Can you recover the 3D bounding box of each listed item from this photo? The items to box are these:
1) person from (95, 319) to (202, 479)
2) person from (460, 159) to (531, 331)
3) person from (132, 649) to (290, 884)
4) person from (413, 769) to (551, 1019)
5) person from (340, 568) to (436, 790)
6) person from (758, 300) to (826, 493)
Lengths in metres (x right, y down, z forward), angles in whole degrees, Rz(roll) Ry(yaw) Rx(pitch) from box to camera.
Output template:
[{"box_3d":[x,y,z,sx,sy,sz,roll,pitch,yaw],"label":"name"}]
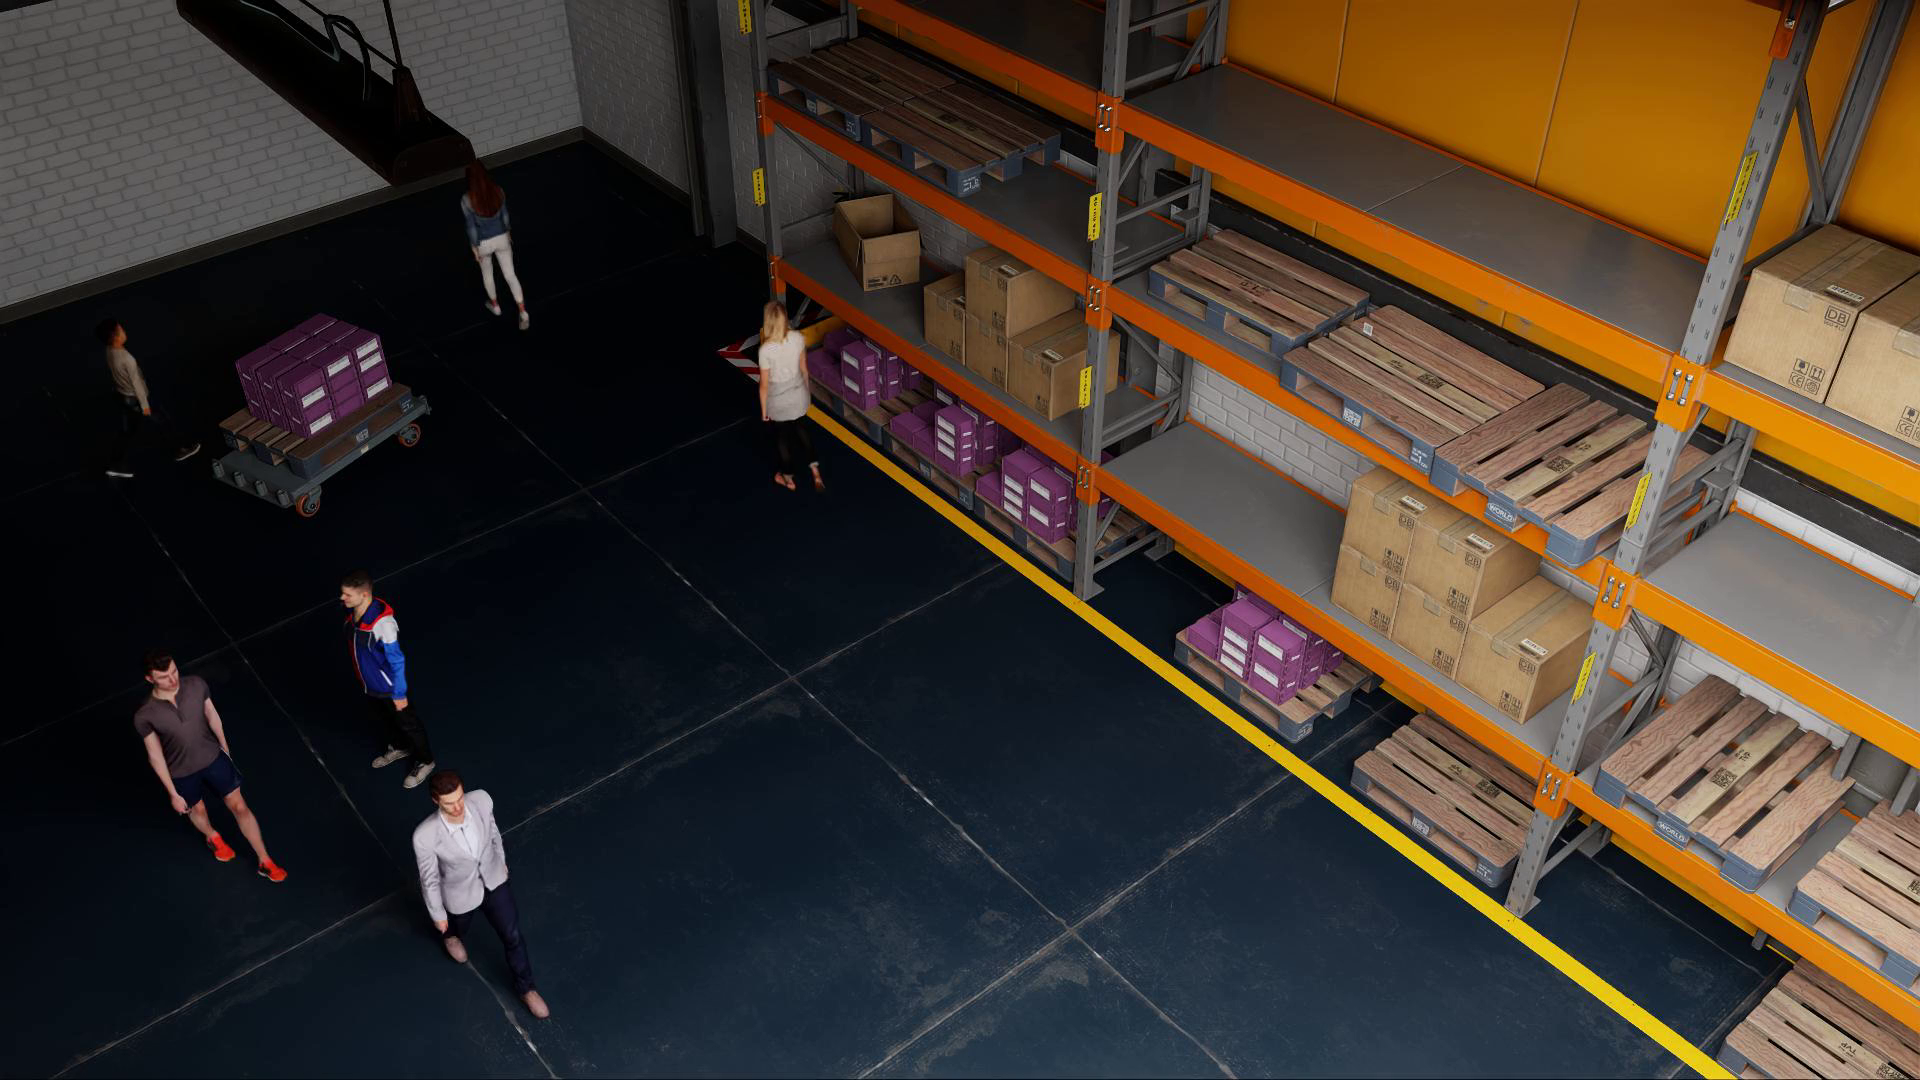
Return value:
[{"box_3d":[-6.894,-1.137,13.742,1.005,1.443,0.788,23,44,26],"label":"person"},{"box_3d":[-4.333,-2.739,15.561,0.679,1.675,1.104,-22,44,-26],"label":"person"},{"box_3d":[-4.800,1.354,10.318,1.051,1.822,0.707,32,48,33],"label":"person"},{"box_3d":[-2.864,1.943,9.582,0.746,1.821,1.202,-30,48,-32],"label":"person"},{"box_3d":[-3.795,0.884,10.959,0.543,1.756,0.732,27,46,30],"label":"person"},{"box_3d":[-1.337,-1.083,13.376,0.658,1.814,0.871,-24,44,-27],"label":"person"}]
